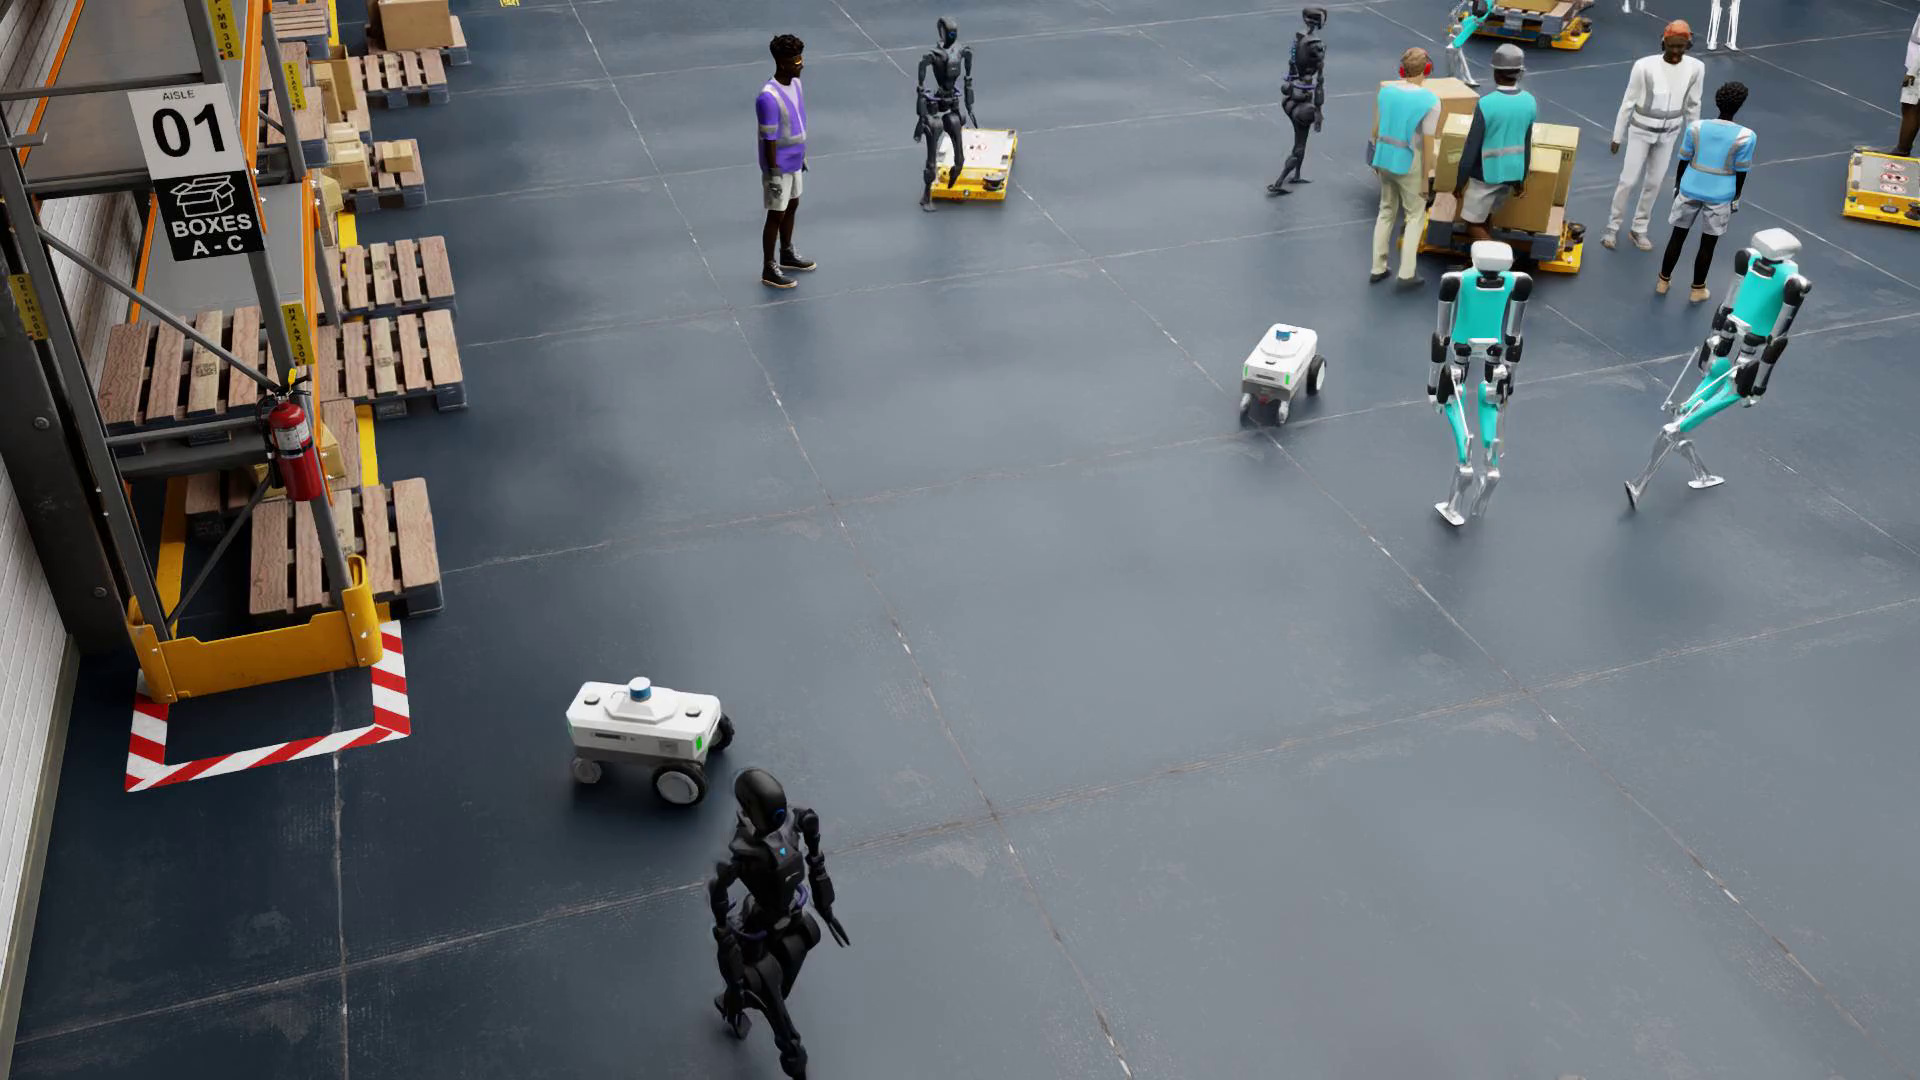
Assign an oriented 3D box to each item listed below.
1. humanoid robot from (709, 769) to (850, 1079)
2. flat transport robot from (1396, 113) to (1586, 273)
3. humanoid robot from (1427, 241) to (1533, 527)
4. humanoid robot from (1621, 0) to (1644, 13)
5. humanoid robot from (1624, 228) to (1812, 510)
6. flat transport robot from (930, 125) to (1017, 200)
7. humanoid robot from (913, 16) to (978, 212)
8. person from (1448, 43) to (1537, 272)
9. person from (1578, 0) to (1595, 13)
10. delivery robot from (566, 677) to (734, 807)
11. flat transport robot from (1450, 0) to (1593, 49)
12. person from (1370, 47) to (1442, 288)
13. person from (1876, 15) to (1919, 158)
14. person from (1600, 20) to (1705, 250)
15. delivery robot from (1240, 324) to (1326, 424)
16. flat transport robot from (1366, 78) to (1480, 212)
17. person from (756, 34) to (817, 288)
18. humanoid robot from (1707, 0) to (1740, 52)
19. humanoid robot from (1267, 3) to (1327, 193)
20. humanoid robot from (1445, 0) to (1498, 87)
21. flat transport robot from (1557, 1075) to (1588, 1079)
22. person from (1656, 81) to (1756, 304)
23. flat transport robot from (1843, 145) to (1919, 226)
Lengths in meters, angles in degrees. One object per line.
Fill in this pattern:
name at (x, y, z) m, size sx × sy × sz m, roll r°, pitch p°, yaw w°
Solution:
humanoid robot at (-0.747, 1.492, 6.337) m, size 0.763 × 1.649 × 0.587 m, roll 25°, pitch 40°, yaw 33°
flat transport robot at (4.364, -2.485, 13.669) m, size 1.431 × 0.231 × 0.659 m, roll 11°, pitch 35°, yaw 17°
humanoid robot at (3.046, -0.793, 9.771) m, size 0.530 × 1.818 × 0.761 m, roll 0°, pitch 33°, yaw 0°
humanoid robot at (7.943, -6.972, 19.268) m, size 0.543 × 1.851 × 0.678 m, roll 0°, pitch 33°, yaw 0°
humanoid robot at (4.434, -0.985, 10.039) m, size 0.973 × 1.762 × 0.546 m, roll -11°, pitch 35°, yaw -16°
flat transport robot at (0.140, -3.448, 15.147) m, size 0.659 × 0.231 × 1.431 m, roll 4°, pitch 33°, yaw 5°
humanoid robot at (-0.128, -3.641, 14.158) m, size 0.609 × 1.648 × 0.307 m, roll -20°, pitch 38°, yaw -28°
person at (4.073, -2.742, 12.565) m, size 0.589 × 1.902 × 0.814 m, roll -12°, pitch 35°, yaw -17°
person at (7.334, -6.908, 19.189) m, size 0.502 × 1.648 × 0.459 m, roll -12°, pitch 35°, yaw -18°
delivery robot at (-1.517, 0.946, 8.156) m, size 0.794 × 0.606 × 0.499 m, roll 6°, pitch 34°, yaw 9°
flat transport robot at (6.323, -5.781, 18.725) m, size 1.431 × 0.231 × 0.659 m, roll 17°, pitch 37°, yaw 24°
person at (3.401, -2.864, 12.845) m, size 0.443 × 1.805 × 0.616 m, roll -23°, pitch 39°, yaw -31°
person at (8.591, -4.273, 14.889) m, size 0.373 × 1.934 × 0.545 m, roll 26°, pitch 41°, yaw 34°
person at (5.591, -3.246, 13.368) m, size 0.663 × 1.876 × 0.355 m, roll -1°, pitch 33°, yaw -1°
delivery robot at (2.200, -1.188, 11.434) m, size 0.499 × 0.611 × 0.814 m, roll 15°, pitch 36°, yaw 21°
flat transport robot at (4.286, -3.084, 14.588) m, size 0.659 × 0.231 × 1.431 m, roll -6°, pitch 34°, yaw -8°
person at (-1.340, -2.921, 12.806) m, size 0.392 × 1.954 × 0.617 m, roll 11°, pitch 35°, yaw 16°
humanoid robot at (8.337, -6.099, 17.746) m, size 0.533 × 1.677 × 0.735 m, roll 5°, pitch 33°, yaw 7°
humanoid robot at (2.987, -3.833, 14.472) m, size 0.568 × 1.643 × 0.609 m, roll -9°, pitch 34°, yaw -14°
humanoid robot at (5.177, -5.420, 16.888) m, size 0.659 × 1.866 × 0.548 m, roll 18°, pitch 37°, yaw 26°
flat transport robot at (2.064, 2.536, 5.969) m, size 1.431 × 0.231 × 0.659 m, roll -26°, pitch 41°, yaw -33°
person at (5.641, -2.618, 12.571) m, size 0.533 × 1.693 × 0.317 m, roll 26°, pitch 41°, yaw 34°
flat transport robot at (8.174, -3.113, 14.634) m, size 0.659 × 0.231 × 1.431 m, roll 15°, pitch 36°, yaw 22°
